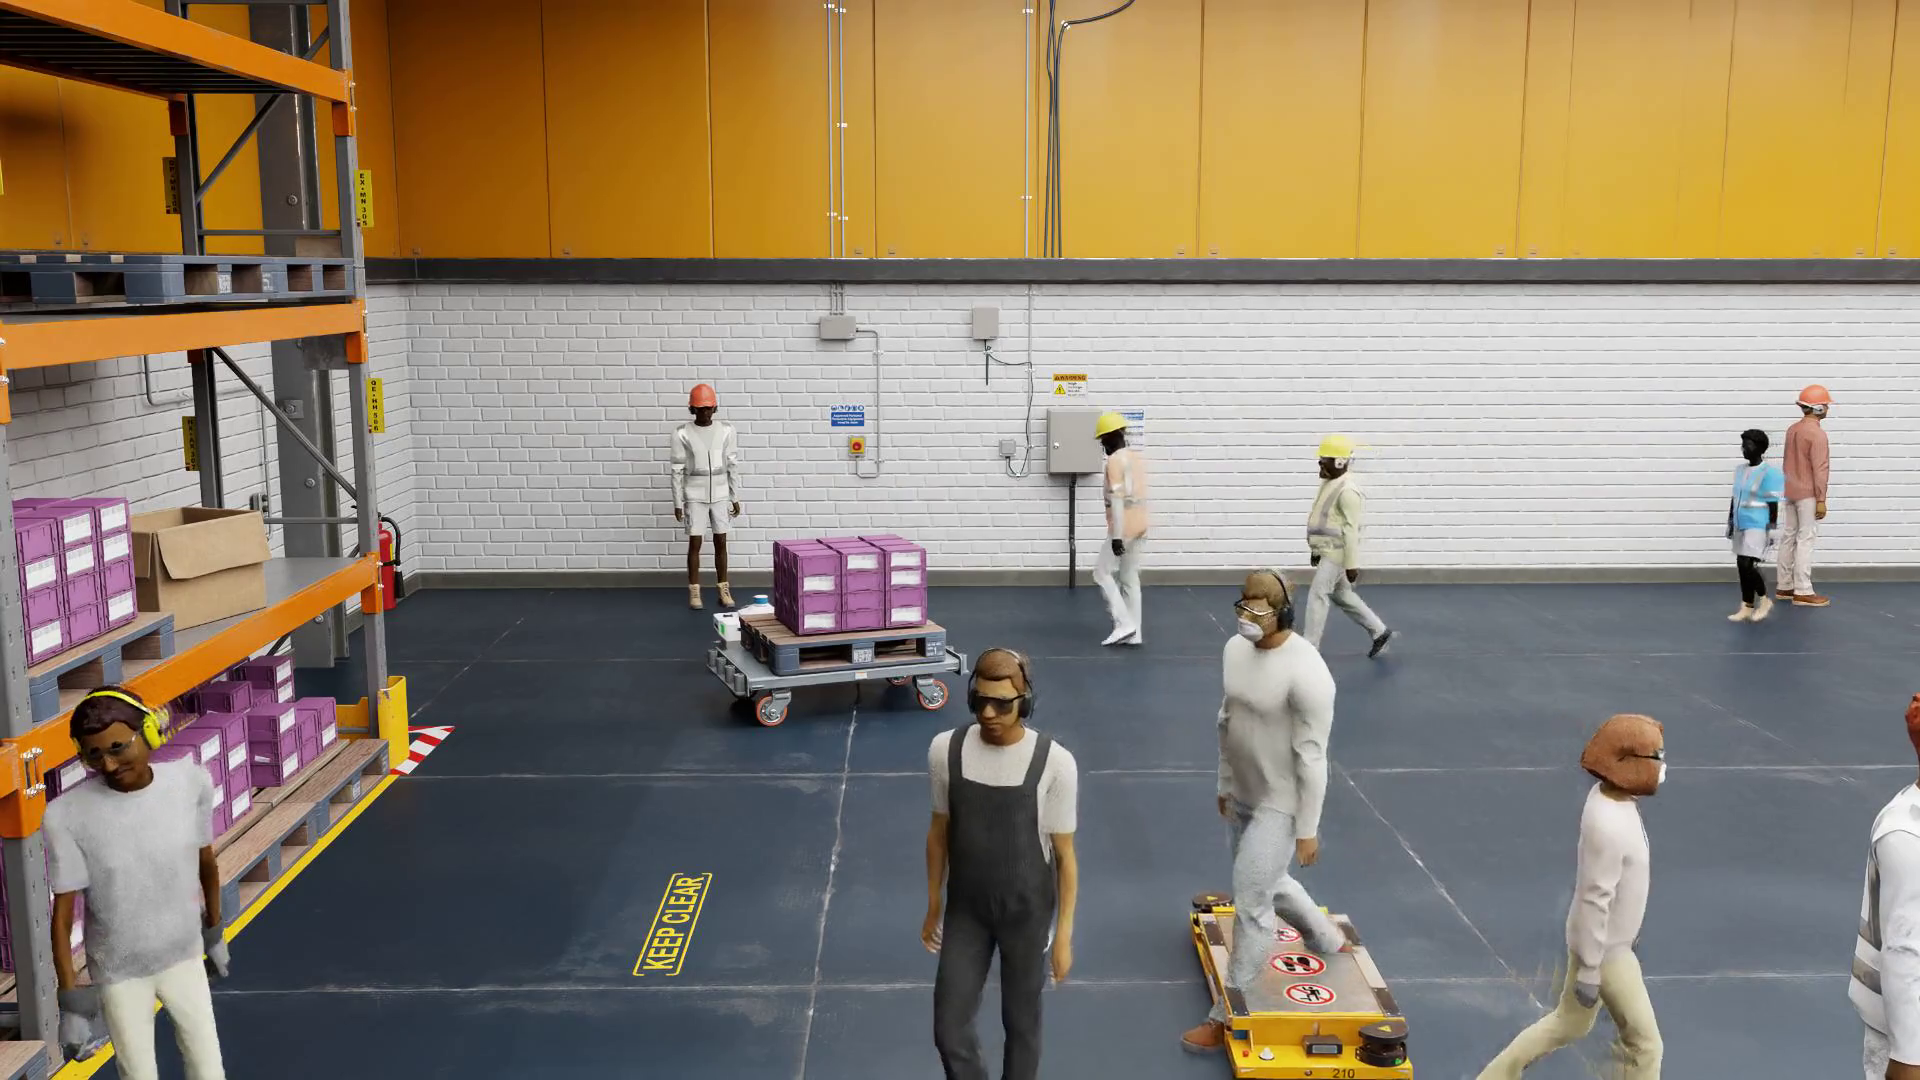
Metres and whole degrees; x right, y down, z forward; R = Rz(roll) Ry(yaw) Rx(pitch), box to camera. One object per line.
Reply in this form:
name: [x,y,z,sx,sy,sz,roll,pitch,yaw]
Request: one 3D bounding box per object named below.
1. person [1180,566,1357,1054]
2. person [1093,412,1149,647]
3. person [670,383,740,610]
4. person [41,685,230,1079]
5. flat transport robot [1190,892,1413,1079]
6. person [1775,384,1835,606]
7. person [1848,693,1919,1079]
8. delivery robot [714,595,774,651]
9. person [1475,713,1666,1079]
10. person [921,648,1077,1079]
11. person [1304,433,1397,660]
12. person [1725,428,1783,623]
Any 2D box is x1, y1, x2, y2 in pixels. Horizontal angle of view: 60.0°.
person: [1.254,1.025,6.565,0.800,1.920,0.648,-4,10,-22]
person: [1.285,-0.079,13.400,0.531,1.874,0.648,5,11,29]
person: [-2.257,-0.381,14.812,0.610,2.031,0.417,-4,10,-24]
person: [-2.483,1.304,5.063,0.545,1.829,0.498,-8,12,-41]
flat transport robot: [1.356,1.795,6.827,0.652,0.197,1.431,0,9,1]
person: [7.665,-0.408,15.061,0.375,1.997,0.612,0,9,-2]
person: [2.708,1.341,4.685,0.356,1.883,0.574,7,12,38]
delivery robot: [-1.506,0.661,12.628,0.707,0.478,0.477,-3,10,-17]
person: [2.110,1.340,5.560,0.809,1.599,0.504,4,10,22]
person: [0.105,1.251,5.395,0.550,1.829,0.512,3,10,16]
person: [2.928,0.077,12.696,0.857,1.806,0.583,0,9,3]
person: [6.732,-0.111,14.176,0.365,1.682,0.562,-2,9,-10]
